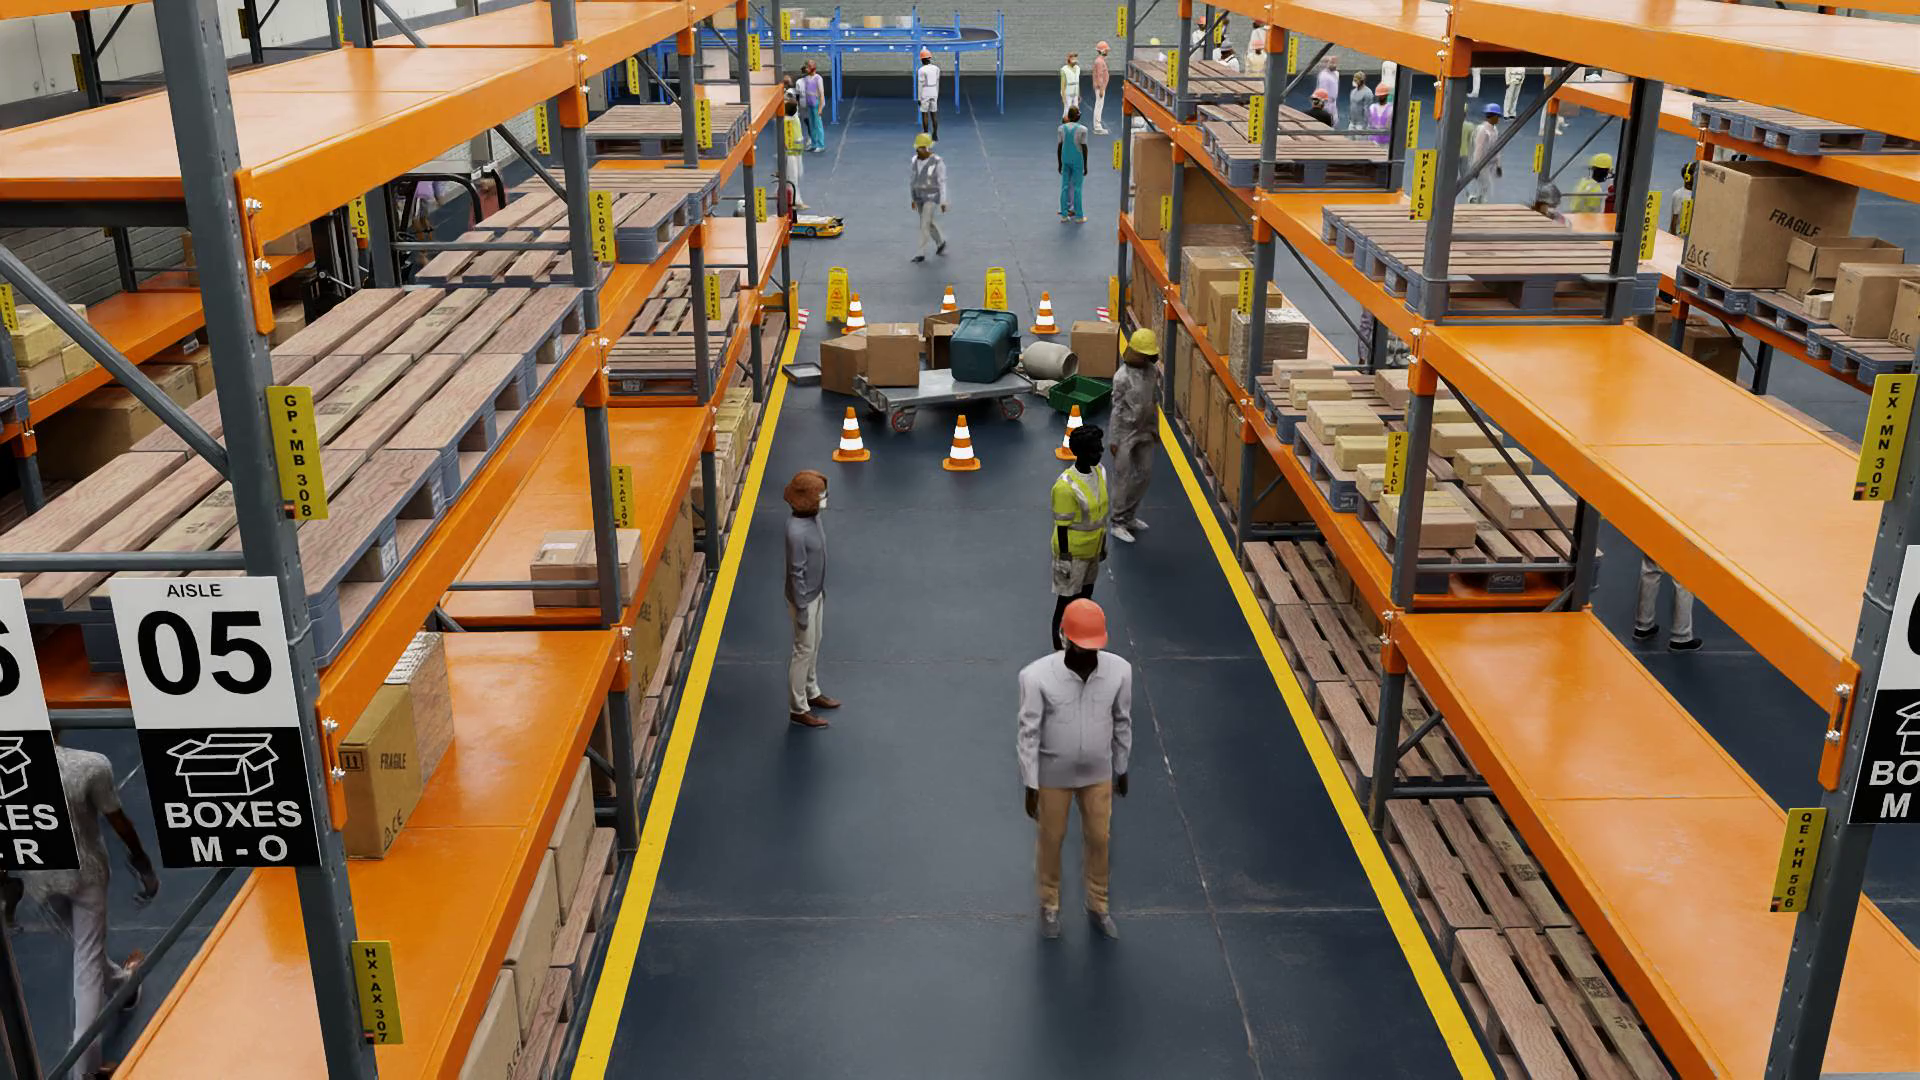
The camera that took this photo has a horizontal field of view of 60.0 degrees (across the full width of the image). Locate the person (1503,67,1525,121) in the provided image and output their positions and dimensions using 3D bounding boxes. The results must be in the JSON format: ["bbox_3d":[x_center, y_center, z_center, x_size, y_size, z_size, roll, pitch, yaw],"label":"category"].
[{"bbox_3d":[13.131,-10.858,39.335,0.600,1.836,0.404,-14,25,-33],"label":"person"}]

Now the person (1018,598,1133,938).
[{"bbox_3d":[0.549,1.082,7.899,0.575,1.750,0.346,-4,21,-11],"label":"person"}]

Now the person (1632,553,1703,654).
[{"bbox_3d":[4.788,-0.148,11.031,0.403,1.835,0.586,-14,25,-33],"label":"person"}]

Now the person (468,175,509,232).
[{"bbox_3d":[-5.559,-3.520,19.861,0.660,1.892,0.422,10,23,24],"label":"person"}]

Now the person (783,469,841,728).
[{"bbox_3d":[-0.908,0.344,10.027,0.291,1.625,0.504,3,21,7],"label":"person"}]

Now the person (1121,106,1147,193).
[{"bbox_3d":[3.047,-7.025,29.150,0.577,1.882,0.350,-16,26,-37],"label":"person"}]

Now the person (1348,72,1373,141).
[{"bbox_3d":[7.380,-7.688,30.838,0.380,1.928,0.634,-7,22,-19],"label":"person"}]

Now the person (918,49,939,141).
[{"bbox_3d":[-0.704,-9.543,35.737,0.550,1.928,0.394,-17,26,-37],"label":"person"}]

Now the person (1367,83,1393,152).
[{"bbox_3d":[7.375,-7.007,29.052,0.558,1.921,0.741,14,25,33],"label":"person"}]

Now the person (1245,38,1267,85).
[{"bbox_3d":[7.020,-10.921,39.423,0.556,1.908,0.833,1,21,2],"label":"person"}]

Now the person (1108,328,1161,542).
[{"bbox_3d":[1.368,-0.823,12.984,0.497,1.721,0.408,-18,27,-39],"label":"person"}]

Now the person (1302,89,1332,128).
[{"bbox_3d":[5.835,-6.384,27.305,0.609,1.985,0.392,18,27,39],"label":"person"}]

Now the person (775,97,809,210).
[{"bbox_3d":[-2.827,-6.428,27.648,0.678,1.829,0.634,9,22,22],"label":"person"}]

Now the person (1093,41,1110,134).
[{"bbox_3d":[3.135,-10.053,36.986,0.372,1.997,0.621,1,21,2],"label":"person"}]

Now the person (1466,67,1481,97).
[{"bbox_3d":[13.767,-12.807,44.355,0.418,1.940,0.600,3,21,7],"label":"person"}]

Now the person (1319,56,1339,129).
[{"bbox_3d":[7.653,-9.067,34.522,0.432,1.893,0.683,10,23,25],"label":"person"}]

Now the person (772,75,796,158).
[{"bbox_3d":[-3.506,-8.473,33.330,0.526,1.617,0.554,-7,22,-17],"label":"person"}]

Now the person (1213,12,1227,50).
[{"bbox_3d":[7.289,-14.012,47.451,0.626,2.012,0.545,3,21,9],"label":"person"}]

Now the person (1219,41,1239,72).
[{"bbox_3d":[5.818,-9.998,36.781,0.538,2.000,0.682,-9,23,-22],"label":"person"}]

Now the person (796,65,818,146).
[{"bbox_3d":[-3.197,-9.266,35.381,0.543,1.659,0.780,8,22,19],"label":"person"}]

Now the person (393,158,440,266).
[{"bbox_3d":[-7.574,-4.821,23.109,0.637,2.028,0.418,-19,28,-41],"label":"person"}]

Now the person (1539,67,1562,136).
[{"bbox_3d":[13.155,-9.937,36.619,0.689,2.000,0.538,-13,24,-31],"label":"person"}]

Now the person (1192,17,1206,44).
[{"bbox_3d":[6.501,-13.040,44.816,0.372,2.042,0.615,19,28,41],"label":"person"}]

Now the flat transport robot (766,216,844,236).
[{"bbox_3d":[-2.551,-4.860,25.661,1.431,0.197,0.652,2,21,6],"label":"flat transport robot"}]

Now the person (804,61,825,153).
[{"bbox_3d":[-2.973,-8.887,34.122,0.381,1.839,0.566,-14,25,-32],"label":"person"}]

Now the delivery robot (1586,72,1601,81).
[{"bbox_3d":[17.360,-12.564,45.500,0.477,0.478,0.707,3,21,7],"label":"delivery robot"}]

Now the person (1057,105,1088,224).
[{"bbox_3d":[1.785,-5.950,26.352,0.507,1.847,0.351,11,23,26],"label":"person"}]

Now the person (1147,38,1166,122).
[{"bbox_3d":[4.545,-10.852,39.209,0.604,1.915,0.508,9,22,22],"label":"person"}]

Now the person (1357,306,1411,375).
[{"bbox_3d":[3.838,-1.623,14.773,0.616,1.945,0.399,3,21,7],"label":"person"}]

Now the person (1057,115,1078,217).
[{"bbox_3d":[1.769,-6.070,26.981,0.289,1.627,0.506,-5,21,-12],"label":"person"}]

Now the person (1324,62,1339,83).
[{"bbox_3d":[8.207,-9.885,37.043,0.500,1.636,0.285,-16,26,-37],"label":"person"}]

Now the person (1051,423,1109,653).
[{"bbox_3d":[0.770,0.059,10.680,0.320,1.693,0.534,14,25,33],"label":"person"}]

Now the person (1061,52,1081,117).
[{"bbox_3d":[2.392,-9.672,36.213,0.395,1.831,0.576,18,27,39],"label":"person"}]

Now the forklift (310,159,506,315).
[{"bbox_3d":[-5.622,-2.910,17.832,2.313,2.155,1.214,-1,21,-1],"label":"forklift"}]

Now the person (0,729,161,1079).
[{"bbox_3d":[-3.694,1.386,6.999,0.573,1.814,0.963,-1,21,-2],"label":"person"}]

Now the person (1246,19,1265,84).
[{"bbox_3d":[8.487,-13.907,47.391,0.944,1.852,0.582,13,24,31],"label":"person"}]

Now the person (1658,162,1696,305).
[{"bbox_3d":[8.769,-3.642,20.211,0.328,1.877,0.510,18,27,40],"label":"person"}]

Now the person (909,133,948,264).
[{"bbox_3d":[-0.437,-4.869,23.578,0.590,1.796,0.898,16,26,37],"label":"person"}]

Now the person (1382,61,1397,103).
[{"bbox_3d":[9.949,-10.472,38.432,0.327,1.761,0.527,-13,25,-32],"label":"person"}]

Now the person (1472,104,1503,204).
[{"bbox_3d":[8.233,-5.765,25.789,0.707,1.892,0.673,15,25,34],"label":"person"}]
